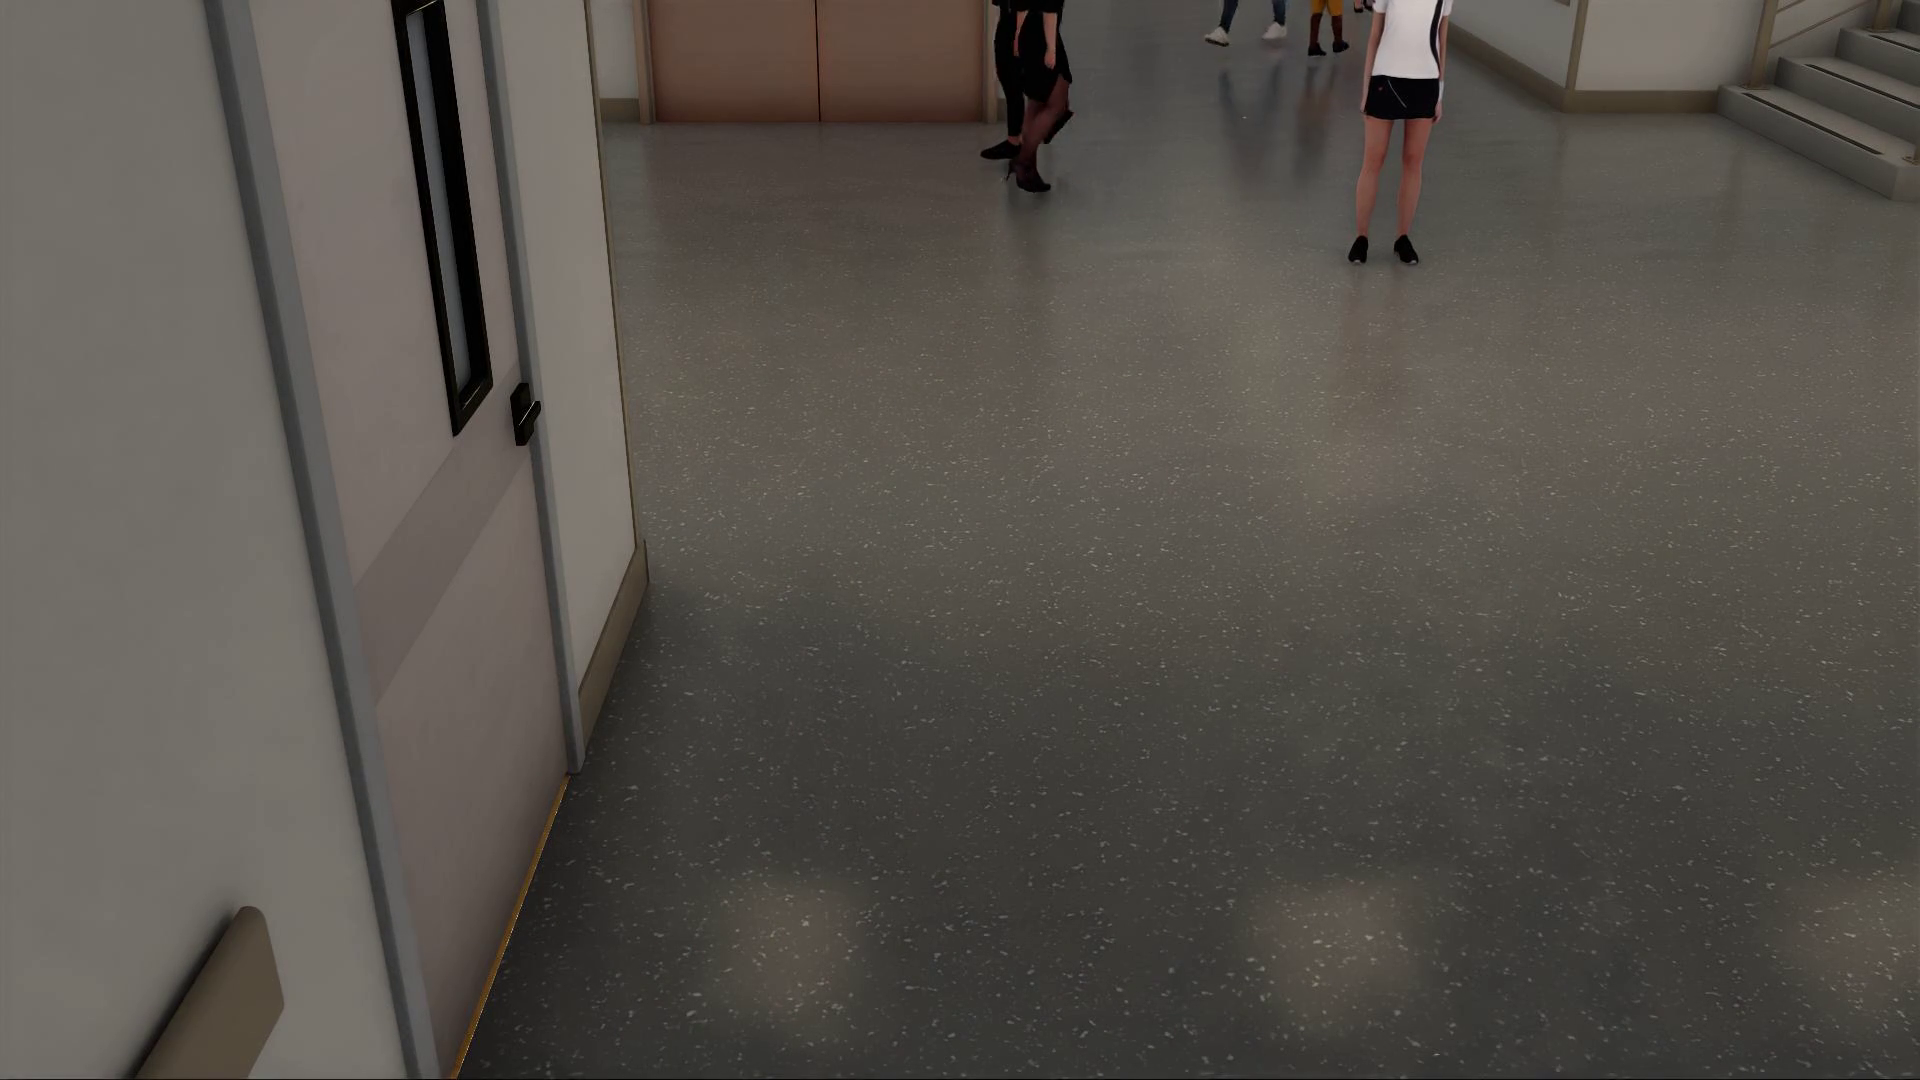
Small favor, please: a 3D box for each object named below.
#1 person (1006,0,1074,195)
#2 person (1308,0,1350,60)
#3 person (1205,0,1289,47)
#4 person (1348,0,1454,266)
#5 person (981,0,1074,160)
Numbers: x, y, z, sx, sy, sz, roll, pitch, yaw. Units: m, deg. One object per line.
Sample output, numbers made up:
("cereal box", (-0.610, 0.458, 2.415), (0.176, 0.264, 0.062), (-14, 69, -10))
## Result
("person", (0.453, -2.857, 9.704), (0.725, 1.685, 0.727), (-3, 26, -5))
("person", (3.061, -4.701, 14.028), (0.793, 1.249, 0.839), (22, 33, 38))
("person", (2.677, -5.192, 14.417), (1.227, 1.796, 1.240), (23, 34, 39))
("person", (2.243, -2.275, 8.420), (0.501, 1.752, 0.628), (1, 26, 3))
("person", (0.447, -3.231, 10.489), (0.864, 1.677, 0.740), (-1, 26, -1))
